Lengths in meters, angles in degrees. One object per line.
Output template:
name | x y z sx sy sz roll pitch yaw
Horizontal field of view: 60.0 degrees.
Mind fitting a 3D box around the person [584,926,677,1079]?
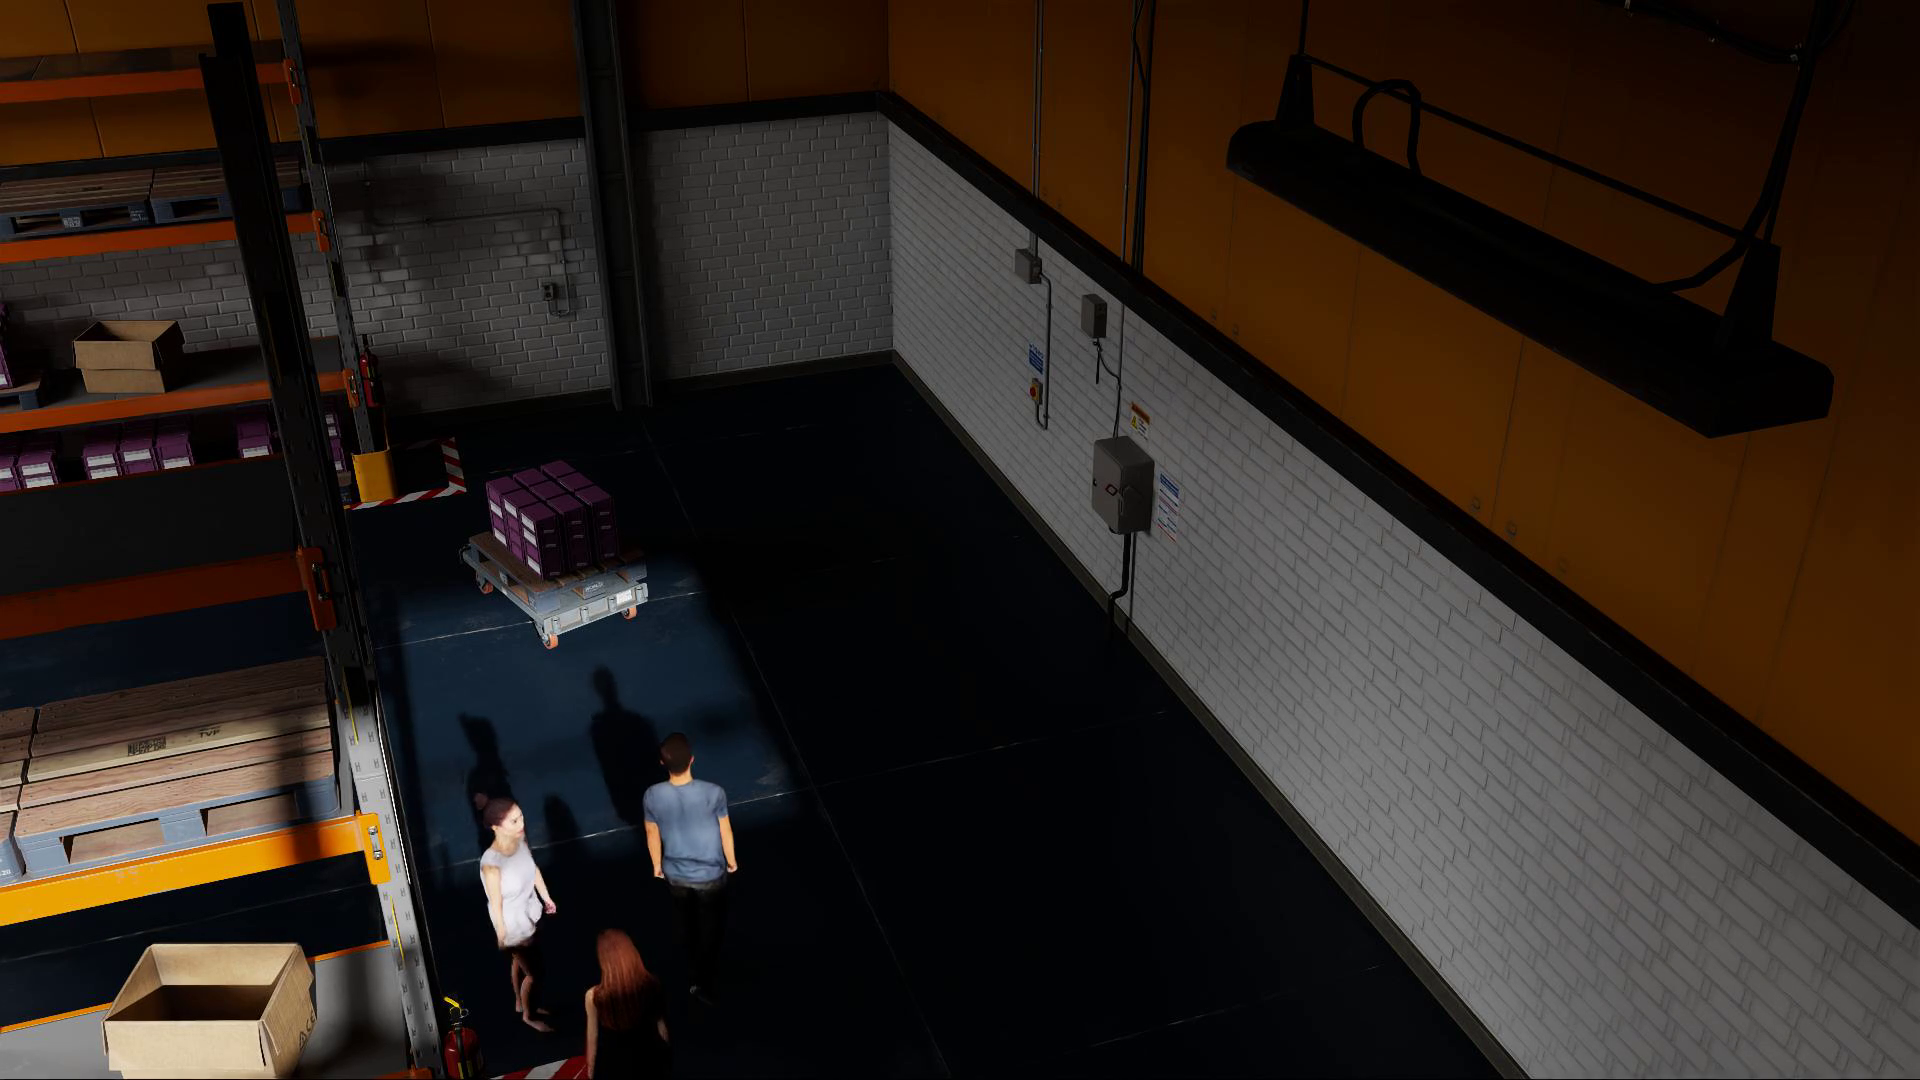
person | -1.647 2.720 8.363 0.642 1.709 0.657 -10 30 -17

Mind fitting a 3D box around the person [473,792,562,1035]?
person | -2.621 2.130 9.550 0.724 1.609 0.685 4 29 8

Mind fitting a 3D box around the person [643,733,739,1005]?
person | -1.561 1.947 9.693 0.970 1.793 0.938 1 29 2
